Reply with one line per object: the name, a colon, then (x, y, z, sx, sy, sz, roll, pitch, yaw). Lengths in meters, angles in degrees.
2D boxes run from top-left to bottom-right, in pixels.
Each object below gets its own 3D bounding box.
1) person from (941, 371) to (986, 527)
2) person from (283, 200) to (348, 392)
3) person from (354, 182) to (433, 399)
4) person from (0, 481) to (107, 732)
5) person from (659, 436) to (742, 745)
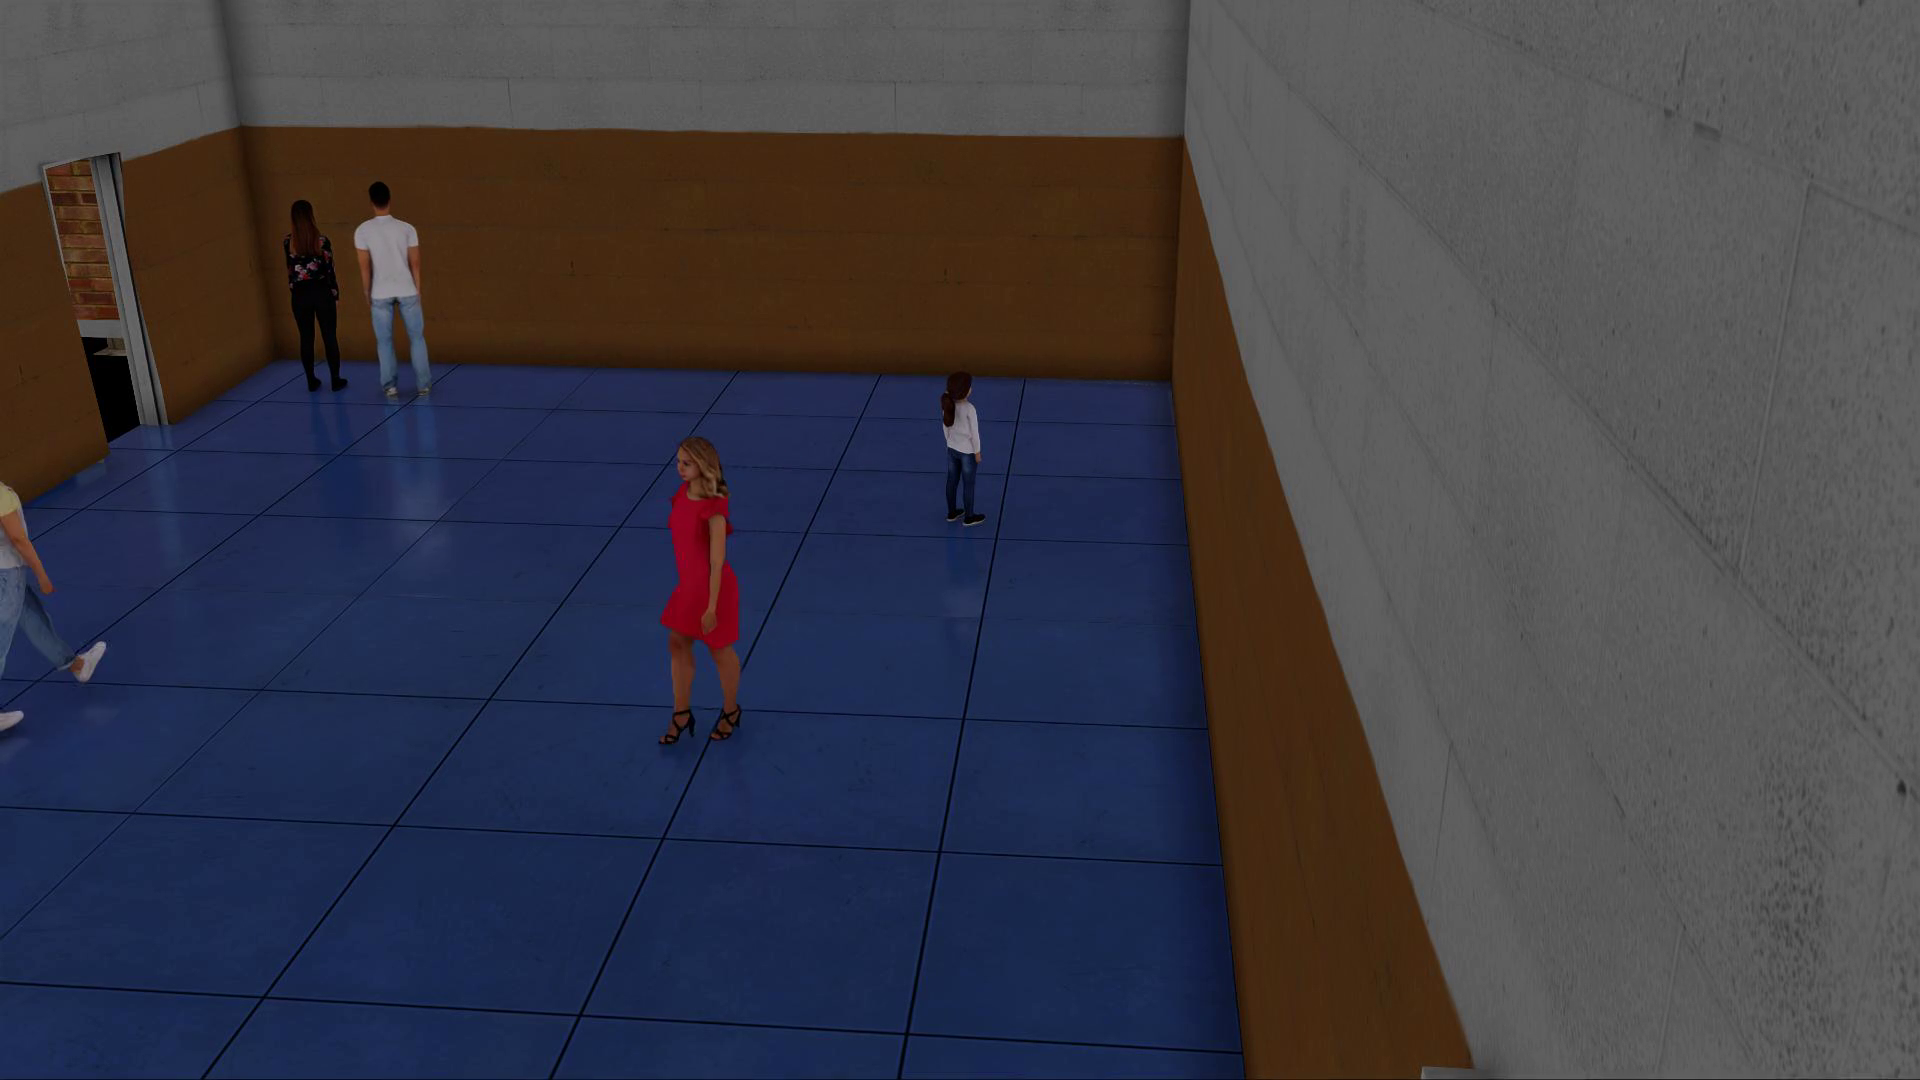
person: (0.011, -0.658, 11.690, 0.525, 1.110, 0.593, 17, 27, 36)
person: (-5.689, -2.144, 14.618, 0.510, 1.684, 0.665, -3, 22, -6)
person: (-4.916, -2.161, 14.425, 0.647, 1.860, 0.805, -7, 23, -16)
person: (-5.093, 0.239, 8.676, 1.145, 1.678, 0.980, 10, 24, 23)
person: (-1.249, 0.246, 8.626, 0.836, 1.716, 0.777, -18, 28, -37)
